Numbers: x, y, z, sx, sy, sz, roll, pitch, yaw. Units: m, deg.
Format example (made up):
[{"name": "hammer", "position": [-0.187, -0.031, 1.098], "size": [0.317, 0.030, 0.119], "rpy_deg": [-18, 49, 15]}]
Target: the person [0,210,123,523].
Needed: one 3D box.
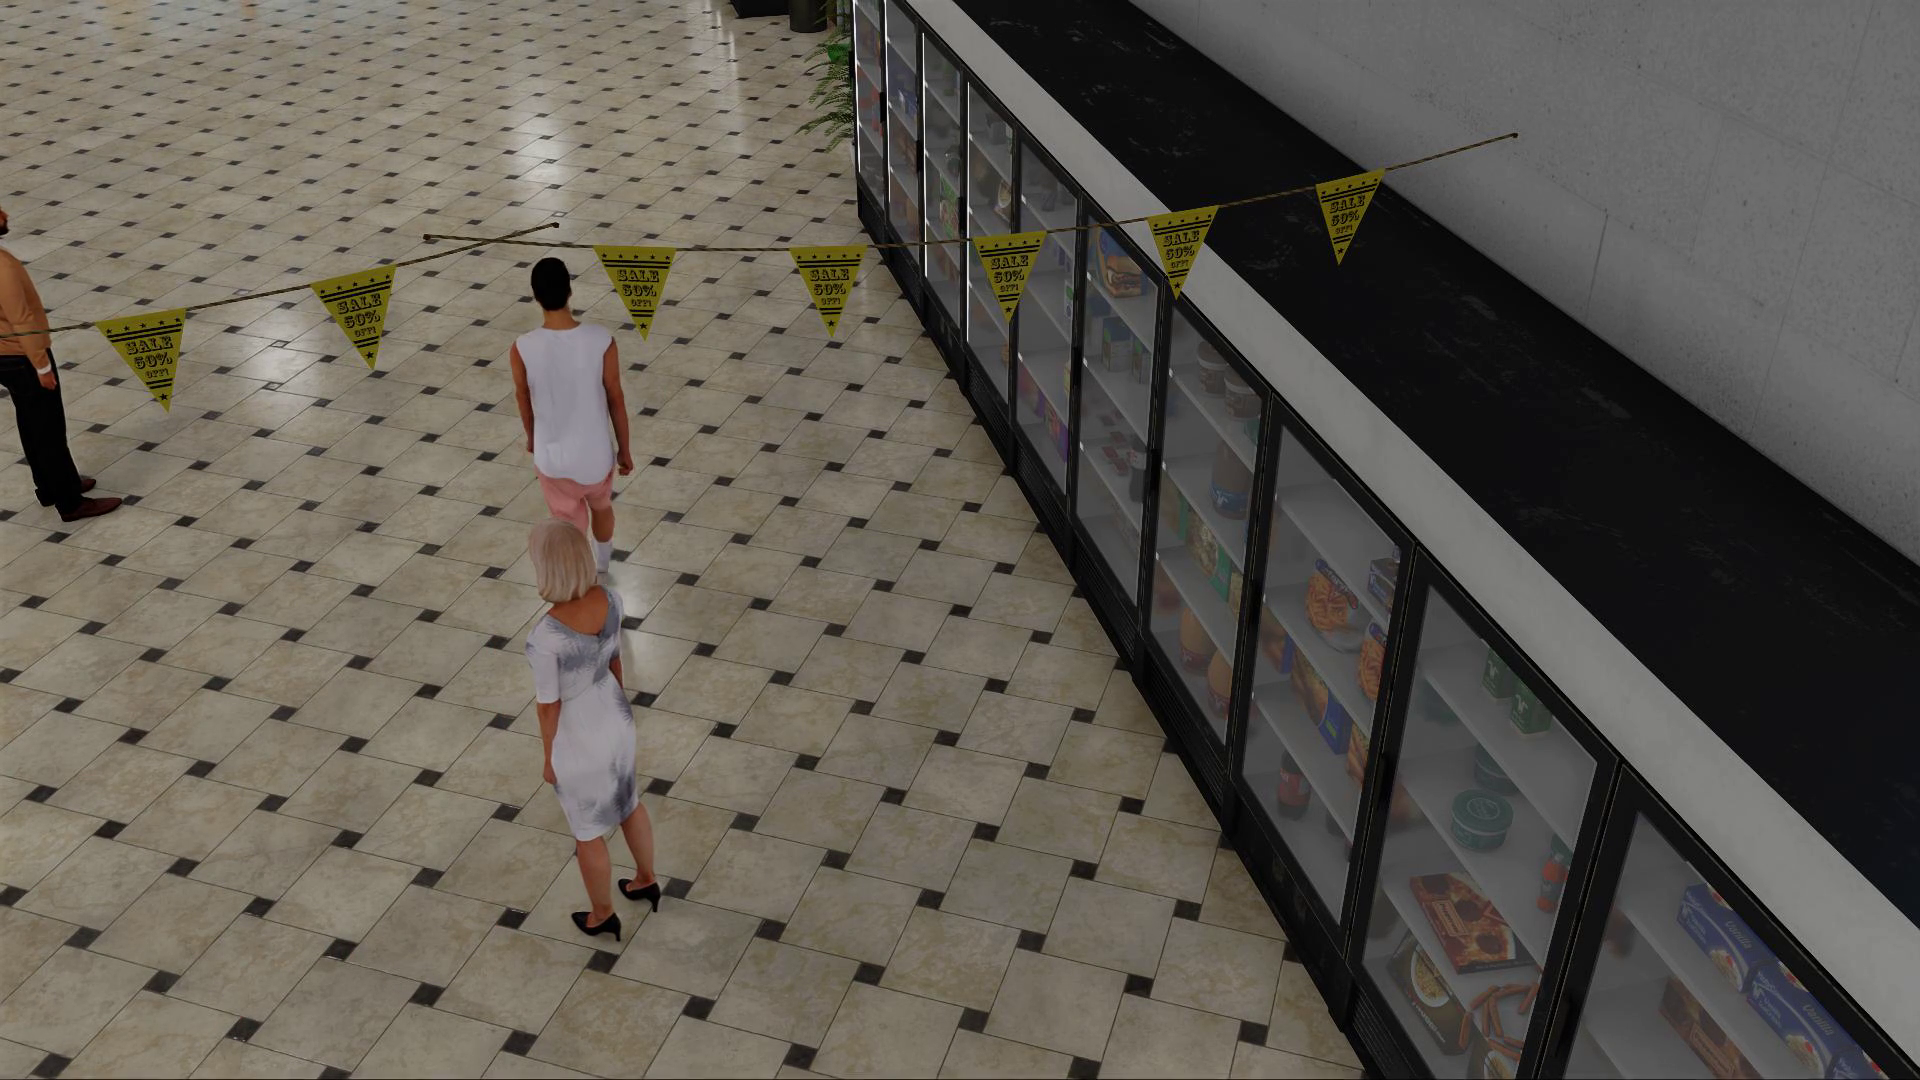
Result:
[{"name": "person", "position": [-4.783, -0.929, 8.481], "size": [0.763, 1.754, 0.752], "rpy_deg": [-28, 41, -37]}]

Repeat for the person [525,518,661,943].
[{"name": "person", "position": [-1.299, 0.694, 5.881], "size": [0.699, 1.746, 0.638], "rpy_deg": [17, 36, 25]}]

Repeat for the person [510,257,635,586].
[{"name": "person", "position": [-1.744, -0.356, 7.560], "size": [0.937, 1.754, 0.740], "rpy_deg": [-12, 34, -18]}]
